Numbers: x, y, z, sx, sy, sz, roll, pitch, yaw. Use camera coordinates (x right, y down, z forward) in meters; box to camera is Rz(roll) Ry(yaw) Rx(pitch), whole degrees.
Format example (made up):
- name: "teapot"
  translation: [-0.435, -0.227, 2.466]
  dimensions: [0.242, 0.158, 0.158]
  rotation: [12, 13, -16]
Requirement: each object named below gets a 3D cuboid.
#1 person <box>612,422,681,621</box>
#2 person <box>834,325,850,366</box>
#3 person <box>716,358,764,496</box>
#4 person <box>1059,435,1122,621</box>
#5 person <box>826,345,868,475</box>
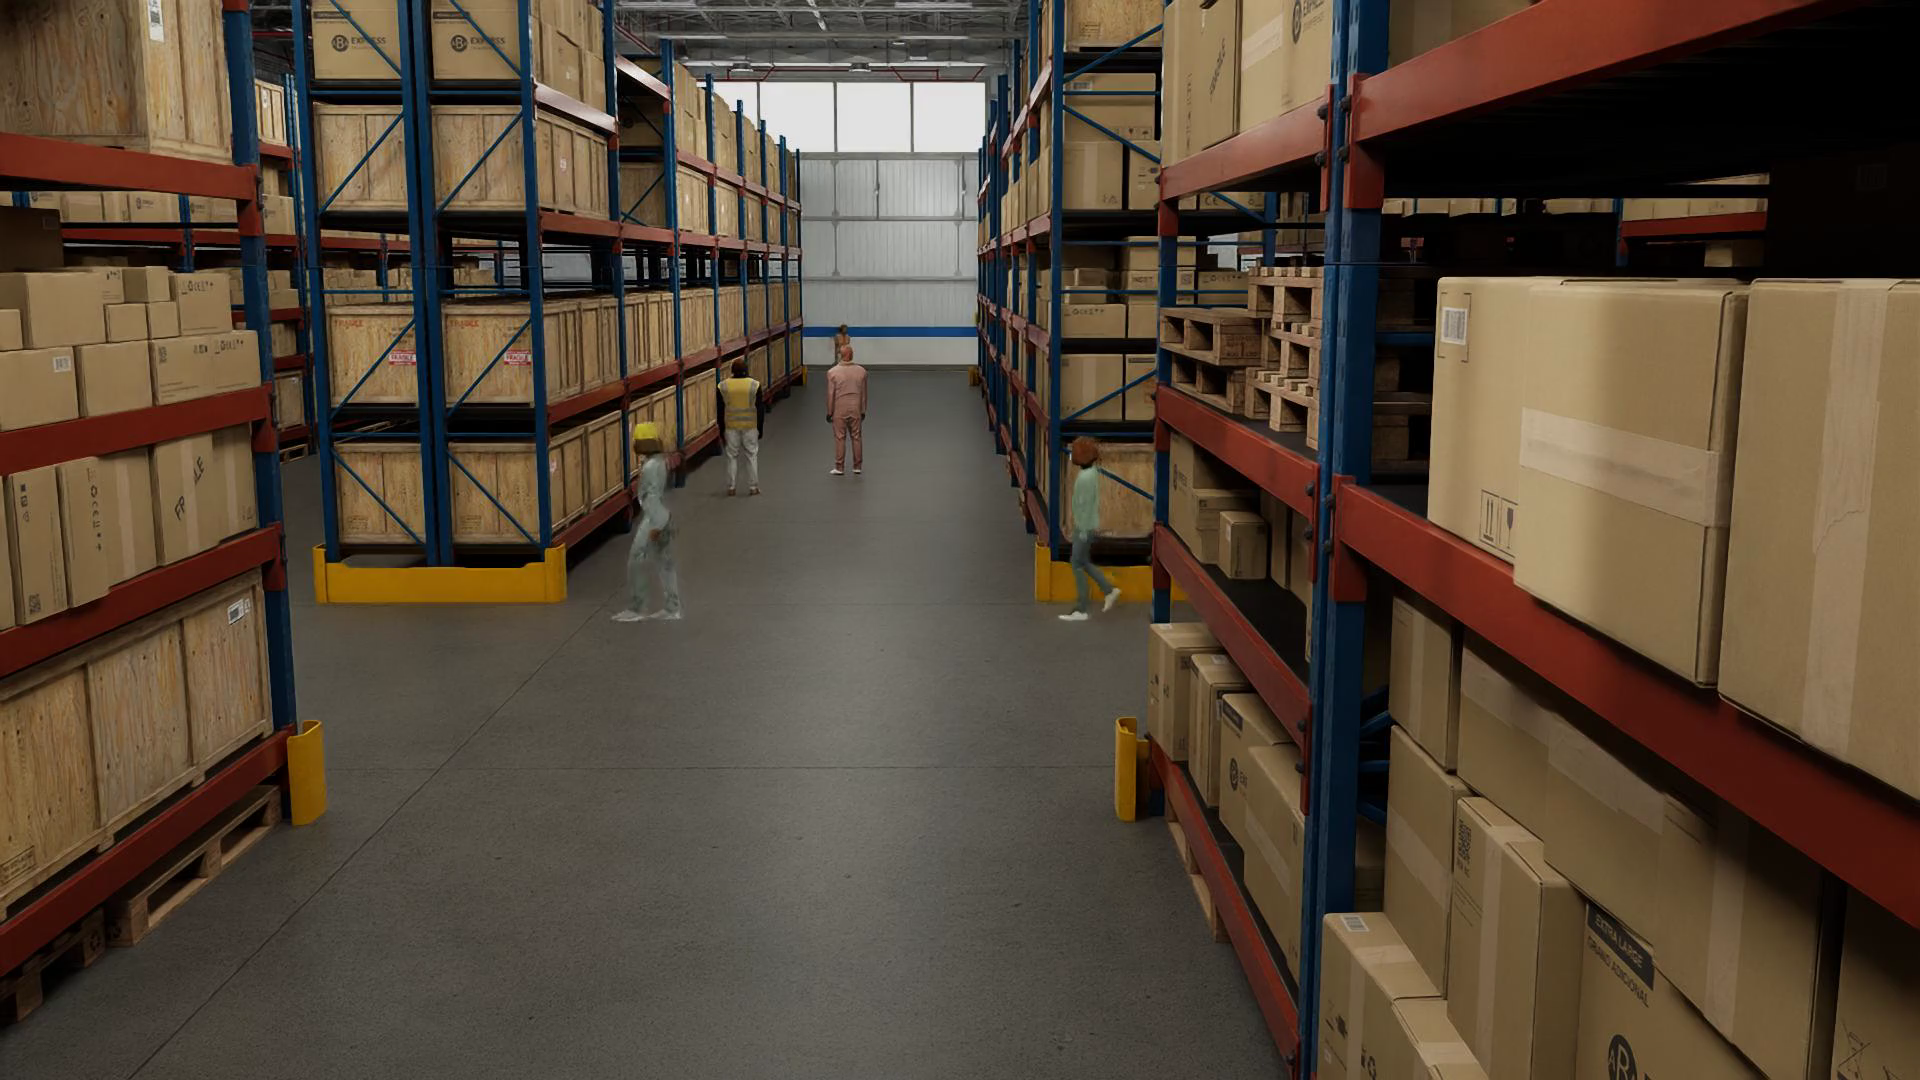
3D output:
- name: "person"
  translation: [-2.738, -0.150, 14.306]
  dimensions: [0.701, 1.716, 0.518]
  rotation: [-1, 9, -3]
- name: "person"
  translation: [-3.047, -4.775, 43.087]
  dimensions: [0.513, 1.594, 0.874]
  rotation: [-6, 11, -34]
- name: "person"
  translation: [-2.933, -1.506, 22.270]
  dimensions: [0.626, 1.844, 0.429]
  rotation: [-1, 9, -5]
- name: "person"
  translation: [1.113, -0.098, 14.300]
  dimensions: [0.437, 1.616, 0.522]
  rotation: [1, 9, 8]
- name: "person"
  translation: [-1.685, -1.911, 24.556]
  dimensions: [0.641, 1.908, 0.408]
  rotation: [-5, 10, -26]
